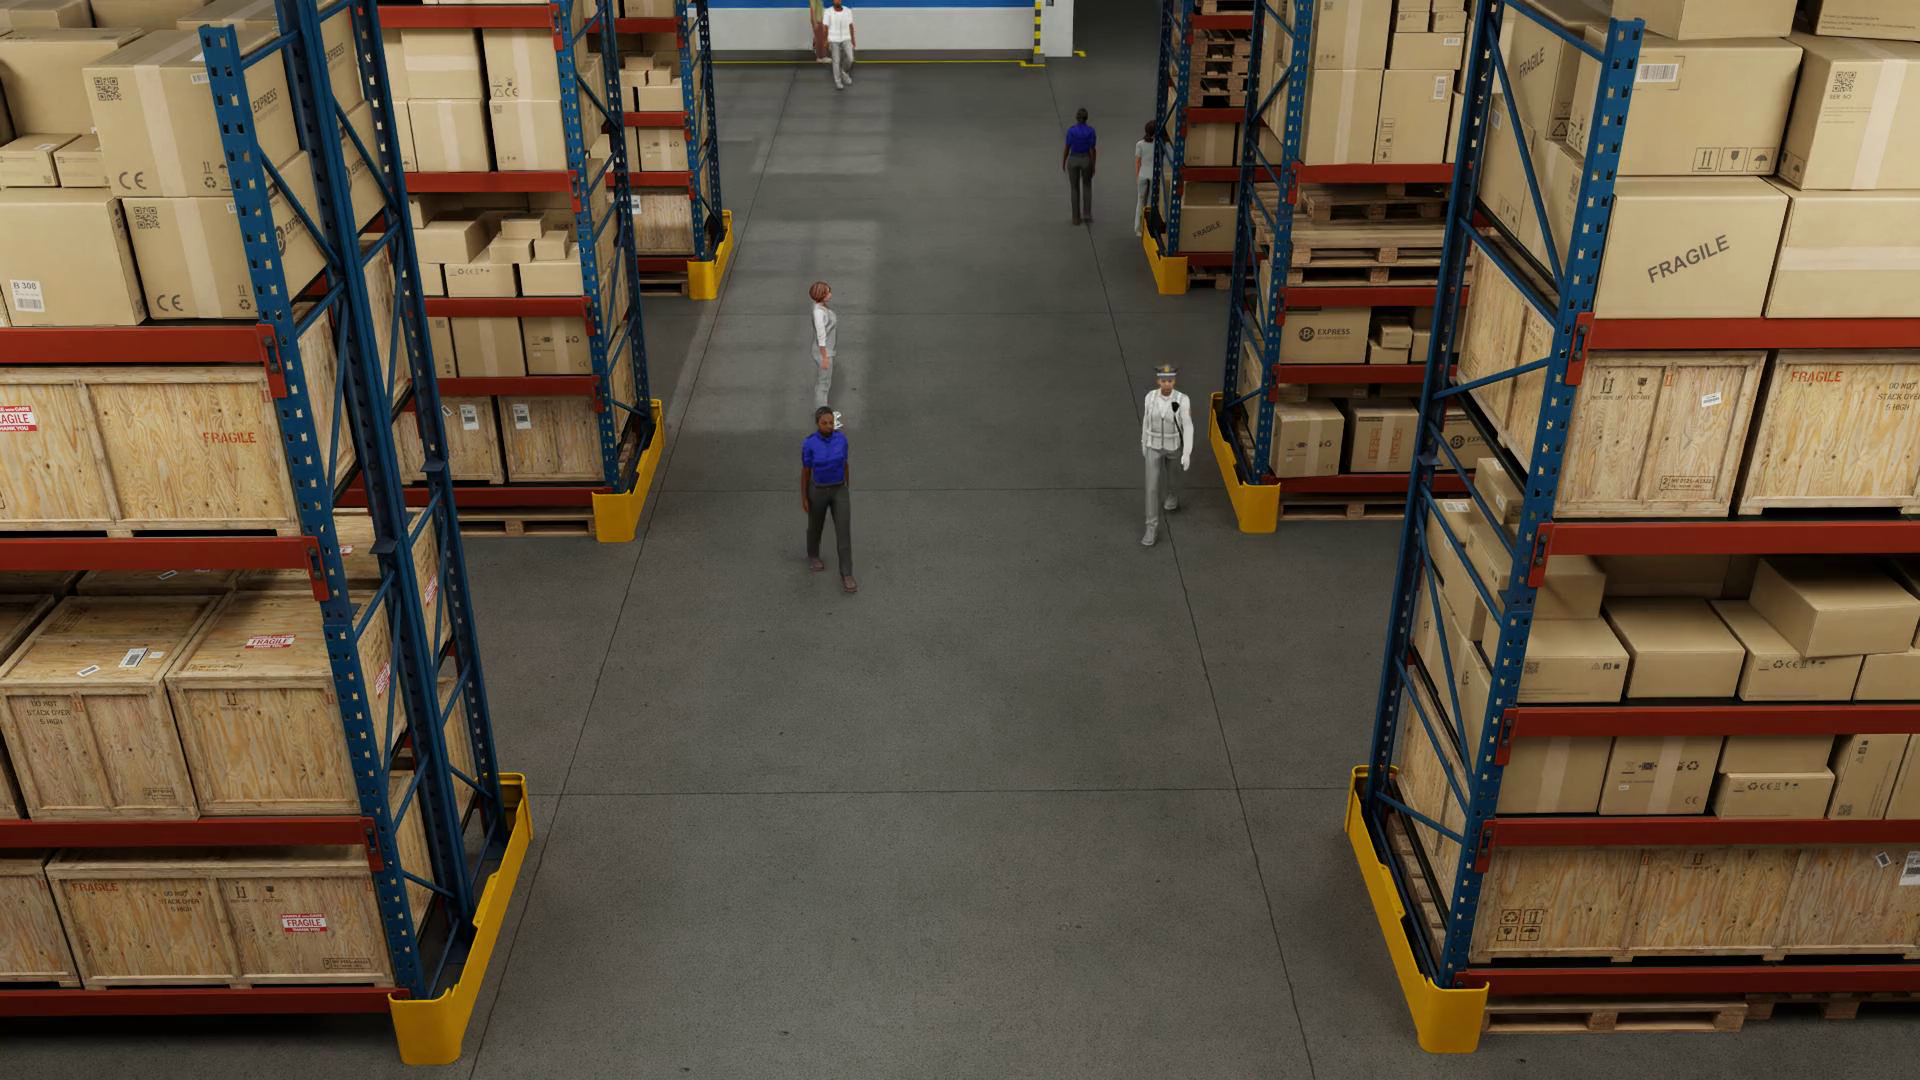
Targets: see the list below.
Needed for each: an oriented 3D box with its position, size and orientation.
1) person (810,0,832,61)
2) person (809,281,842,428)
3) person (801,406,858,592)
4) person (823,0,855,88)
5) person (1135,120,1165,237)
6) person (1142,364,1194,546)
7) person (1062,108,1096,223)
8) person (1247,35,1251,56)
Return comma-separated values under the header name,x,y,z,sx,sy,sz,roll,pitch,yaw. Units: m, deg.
name,x,y,z,sx,sy,sz,roll,pitch,yaw
person,-2.812,-10.457,33.463,0.470,1.665,0.594,-1,28,-1
person,-1.447,-2.001,17.802,0.313,1.604,0.408,-3,28,-5
person,-1.176,-0.394,14.773,0.449,1.657,0.769,-10,30,-17
person,-2.259,-9.426,31.387,0.629,1.763,0.479,-8,29,-15
person,2.688,-5.103,23.499,0.434,1.669,0.411,11,30,20
person,1.943,-0.882,15.641,0.488,1.652,0.979,6,29,10
person,1.728,-5.497,24.234,0.469,1.653,0.575,0,28,-1
person,4.885,-8.068,28.851,0.572,1.780,0.589,-4,29,-8
